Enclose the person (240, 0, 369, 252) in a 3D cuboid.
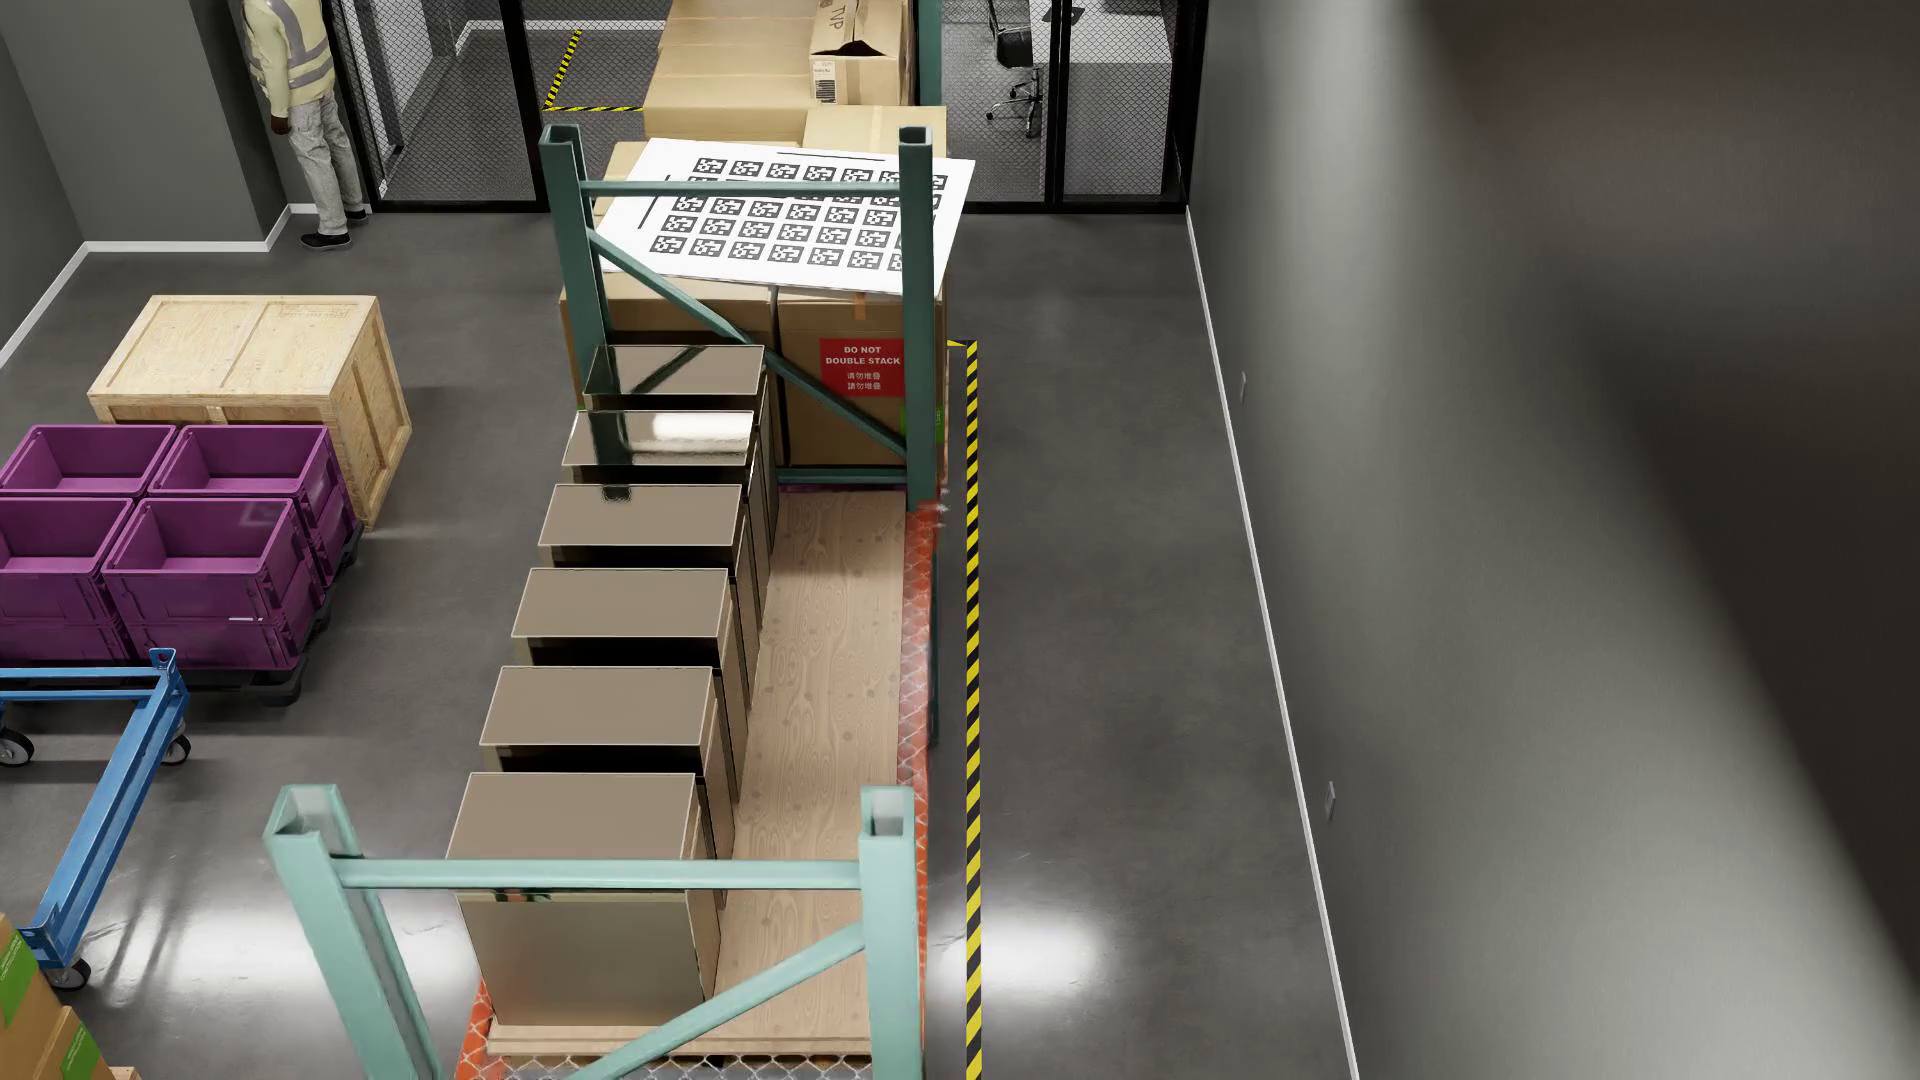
[{"bbox_3d":[-3.471,-2.392,8.700,0.403,1.833,0.590,5,41,6],"label":"person"}]
